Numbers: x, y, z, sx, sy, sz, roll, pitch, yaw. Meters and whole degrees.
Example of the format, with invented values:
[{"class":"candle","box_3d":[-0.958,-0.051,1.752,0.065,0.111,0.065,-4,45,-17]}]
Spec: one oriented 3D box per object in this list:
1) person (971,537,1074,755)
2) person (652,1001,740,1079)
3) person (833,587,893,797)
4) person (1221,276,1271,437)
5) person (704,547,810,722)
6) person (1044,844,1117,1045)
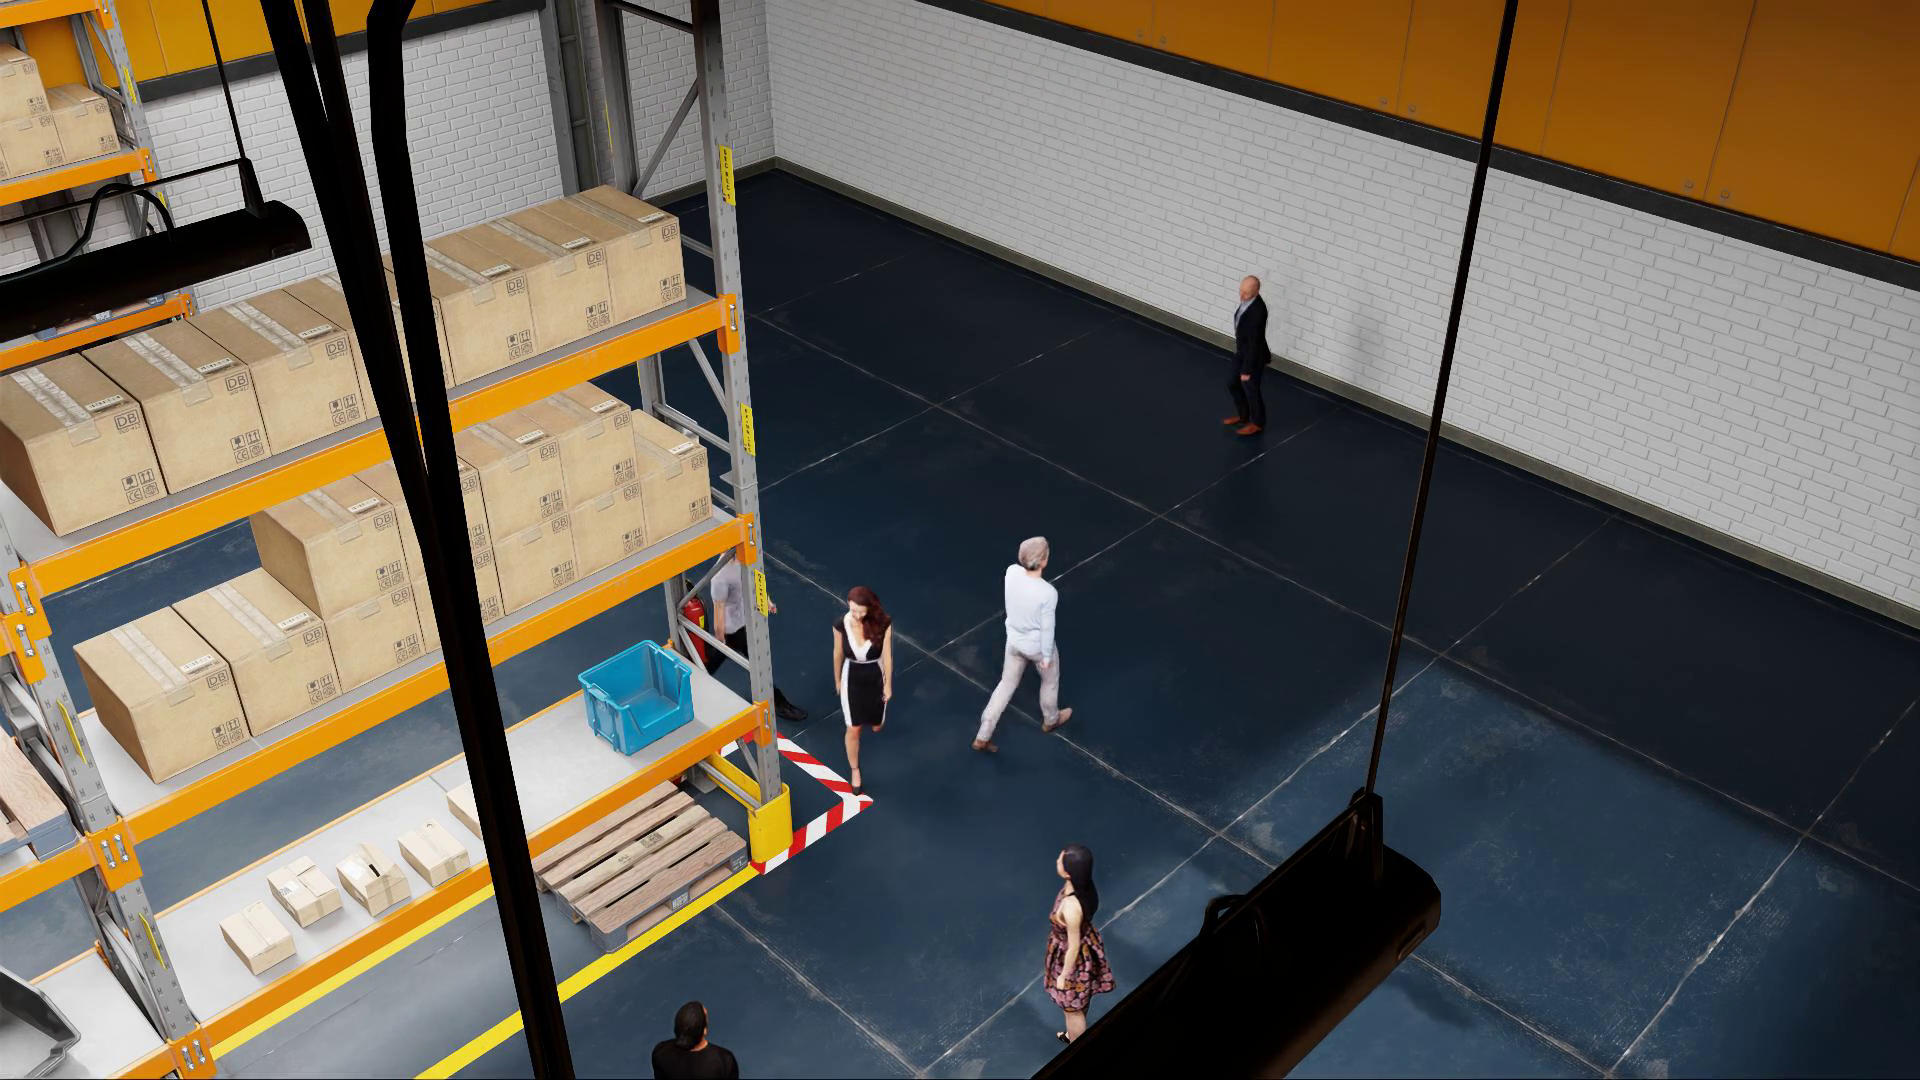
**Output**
[{"class":"person","box_3d":[0.446,0.811,12.307,0.704,1.860,1.219,25,41,33]},{"class":"person","box_3d":[-1.373,3.114,8.934,0.729,1.758,0.761,5,34,7]},{"class":"person","box_3d":[-0.678,1.015,12.077,0.932,1.774,0.992,1,34,1]},{"class":"person","box_3d":[2.909,-1.822,16.359,0.886,1.760,0.853,0,34,-1]},{"class":"person","box_3d":[-1.778,0.614,12.655,1.225,1.803,1.248,4,34,6]},{"class":"person","box_3d":[0.663,2.478,9.877,0.857,1.773,0.777,7,34,11]}]
